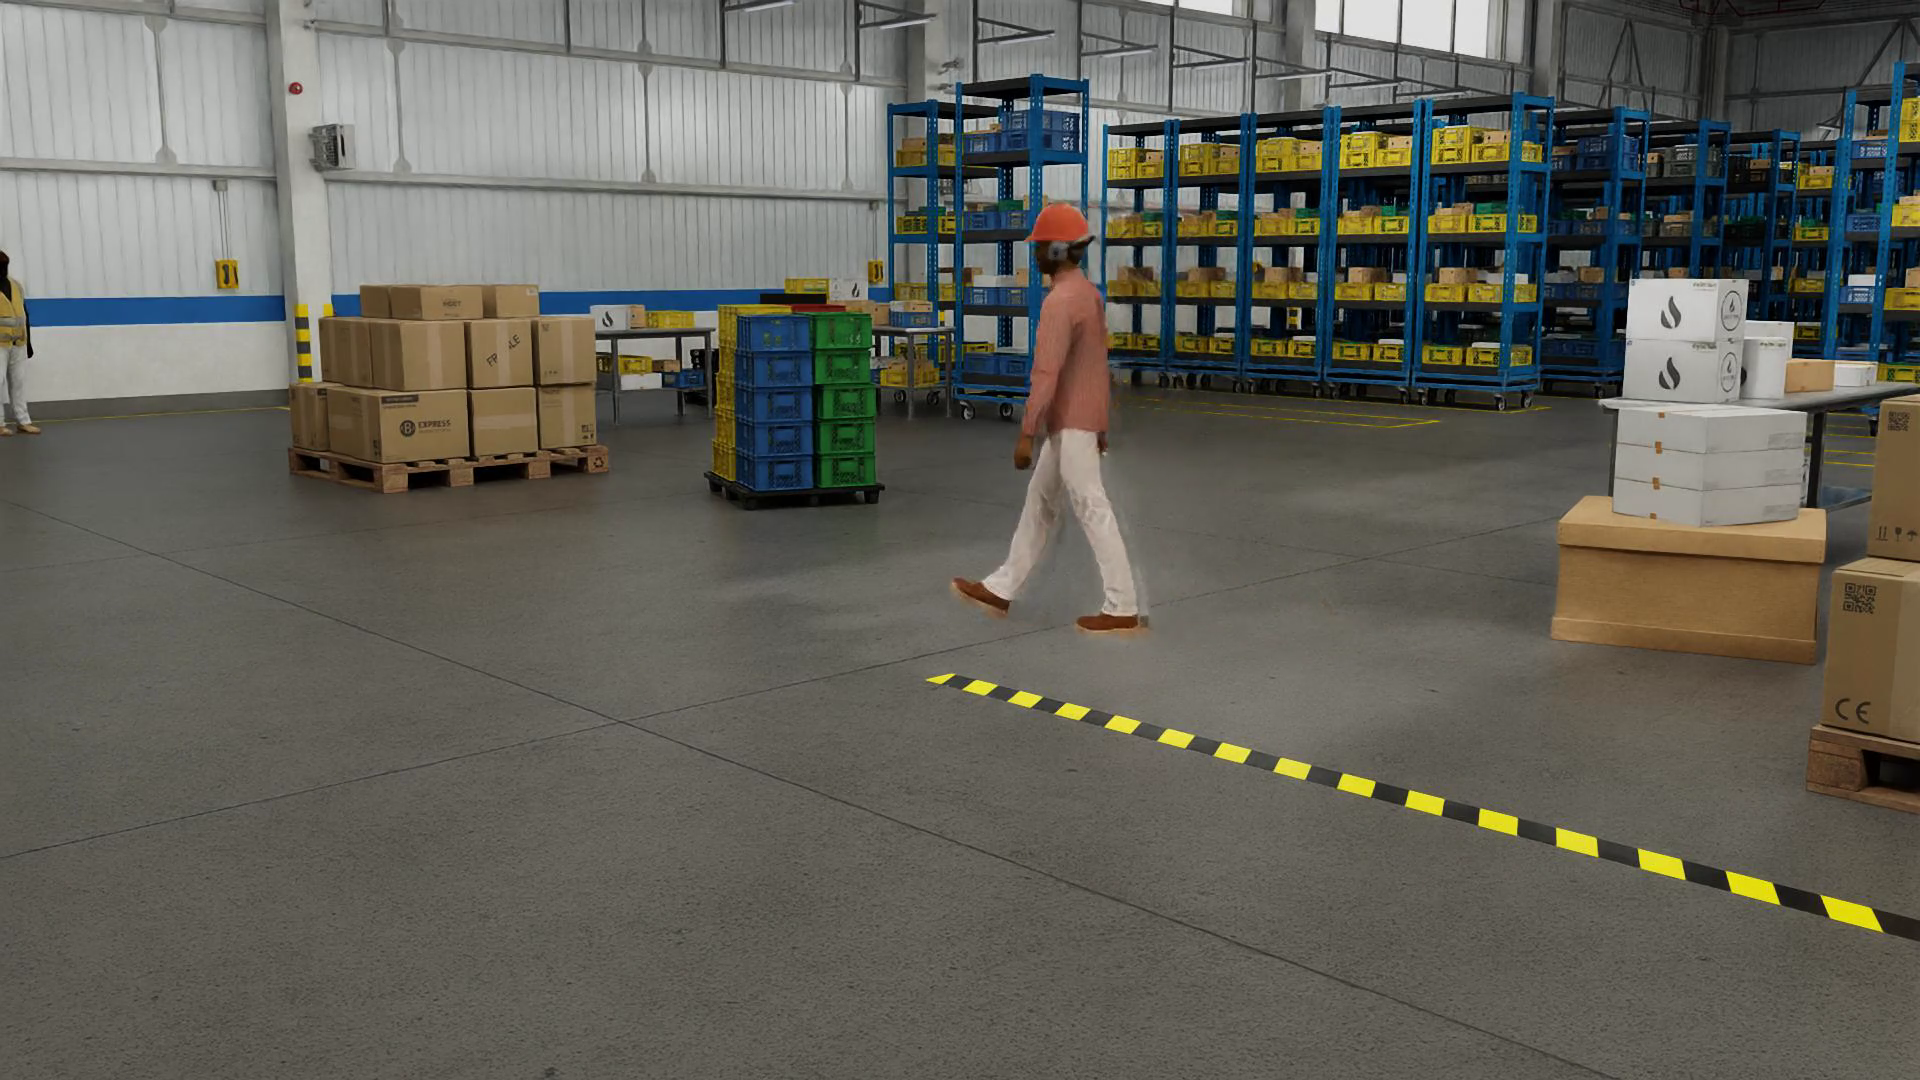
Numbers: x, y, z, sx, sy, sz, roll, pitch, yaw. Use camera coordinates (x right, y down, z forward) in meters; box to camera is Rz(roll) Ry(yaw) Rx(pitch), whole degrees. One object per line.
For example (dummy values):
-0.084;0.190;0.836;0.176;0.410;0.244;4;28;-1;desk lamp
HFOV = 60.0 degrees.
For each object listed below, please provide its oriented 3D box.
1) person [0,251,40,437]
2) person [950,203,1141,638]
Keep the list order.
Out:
-9.419;-1.928;16.372;0.430;1.834;0.632;3;10;19;person
0.386;-0.535;7.595;1.031;1.947;0.641;3;10;17;person
